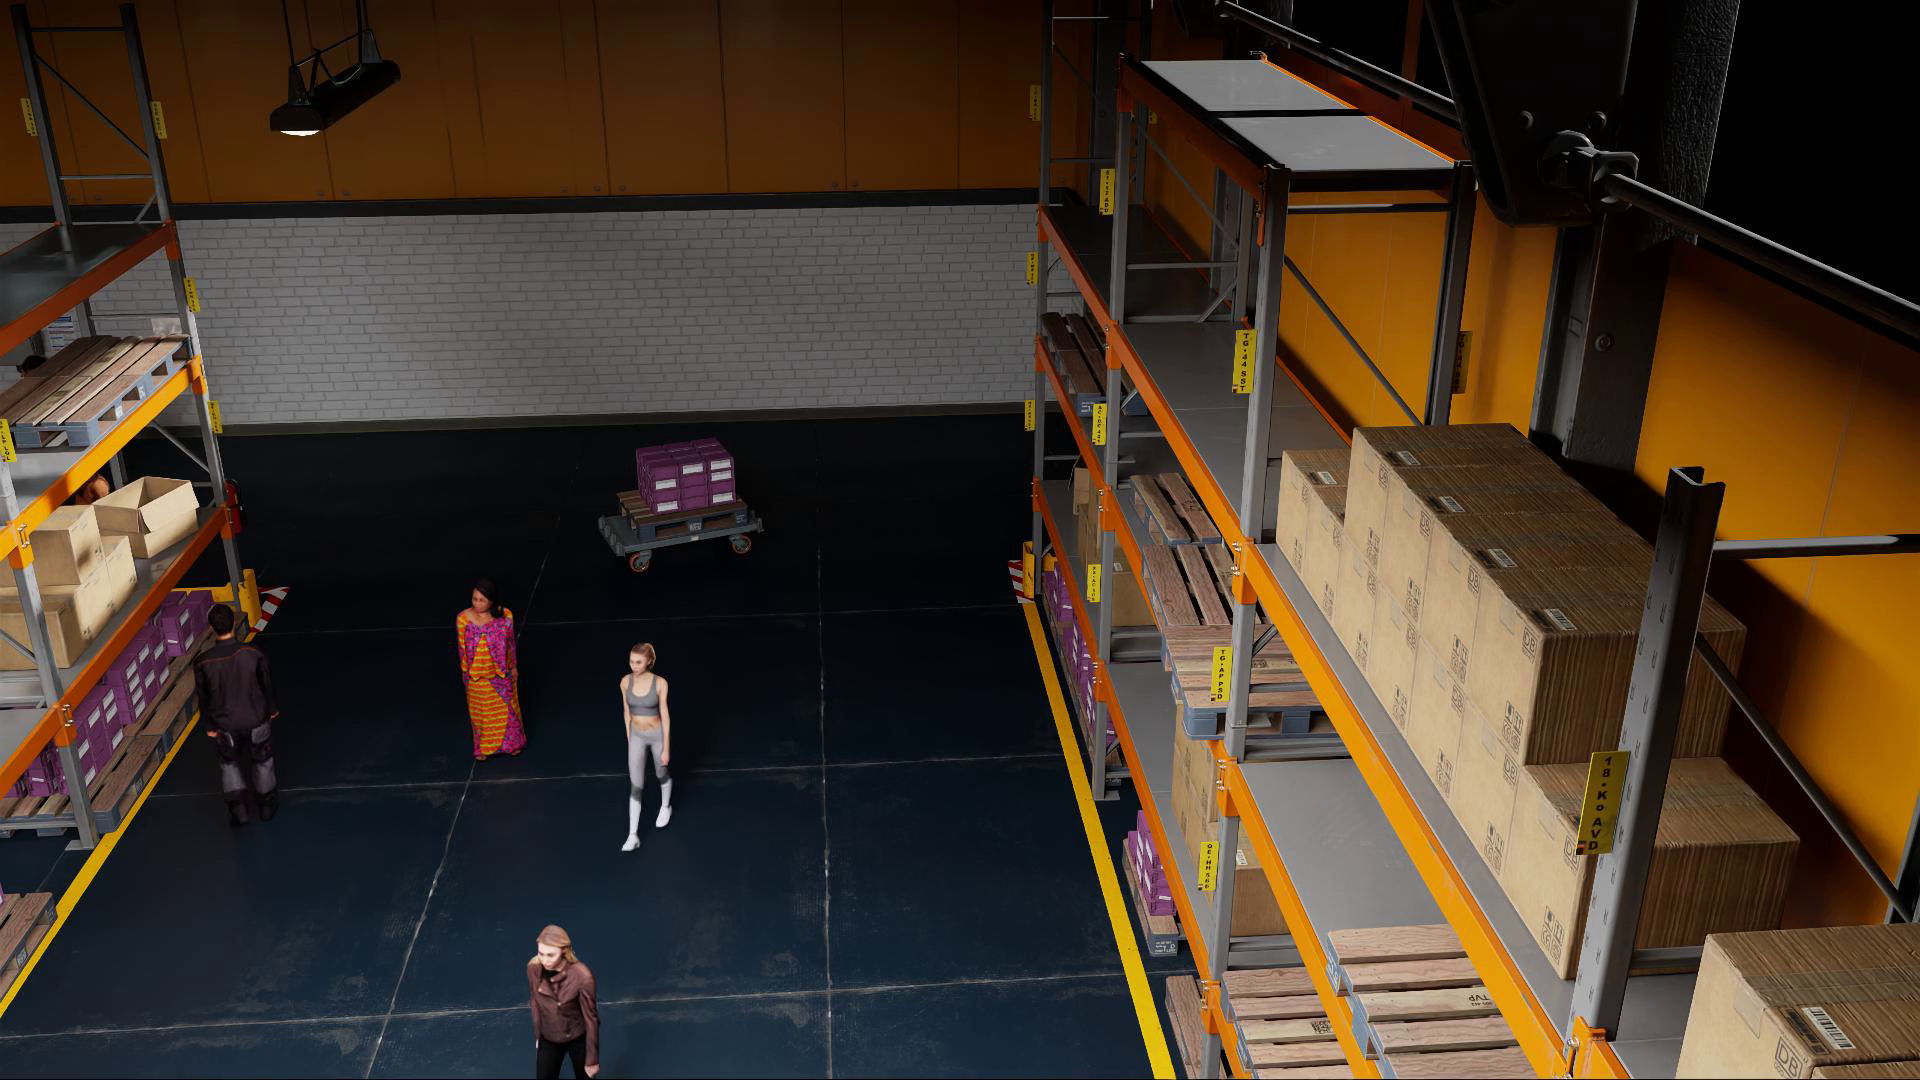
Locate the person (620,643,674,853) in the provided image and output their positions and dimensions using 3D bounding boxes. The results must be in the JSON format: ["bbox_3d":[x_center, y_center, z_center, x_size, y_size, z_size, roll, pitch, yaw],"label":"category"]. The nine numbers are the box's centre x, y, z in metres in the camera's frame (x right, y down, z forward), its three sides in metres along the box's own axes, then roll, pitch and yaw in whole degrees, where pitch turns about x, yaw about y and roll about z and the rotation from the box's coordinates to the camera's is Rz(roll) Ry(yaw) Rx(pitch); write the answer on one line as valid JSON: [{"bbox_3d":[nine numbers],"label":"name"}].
[{"bbox_3d":[-2.409,1.553,13.124,0.691,1.669,1.067,2,24,5],"label":"person"}]

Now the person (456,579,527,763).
[{"bbox_3d":[-4.008,1.074,14.196,0.691,1.688,0.712,-7,25,-15],"label":"person"}]

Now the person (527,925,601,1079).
[{"bbox_3d":[-2.300,2.940,9.938,0.796,1.680,0.925,6,24,14],"label":"person"}]

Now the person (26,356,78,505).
[{"bbox_3d":[-10.442,-1.244,19.315,0.884,1.835,0.837,8,25,17],"label":"person"}]

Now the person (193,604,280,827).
[{"bbox_3d":[-5.661,1.417,13.100,0.834,1.938,0.889,-9,25,-19],"label":"person"}]
